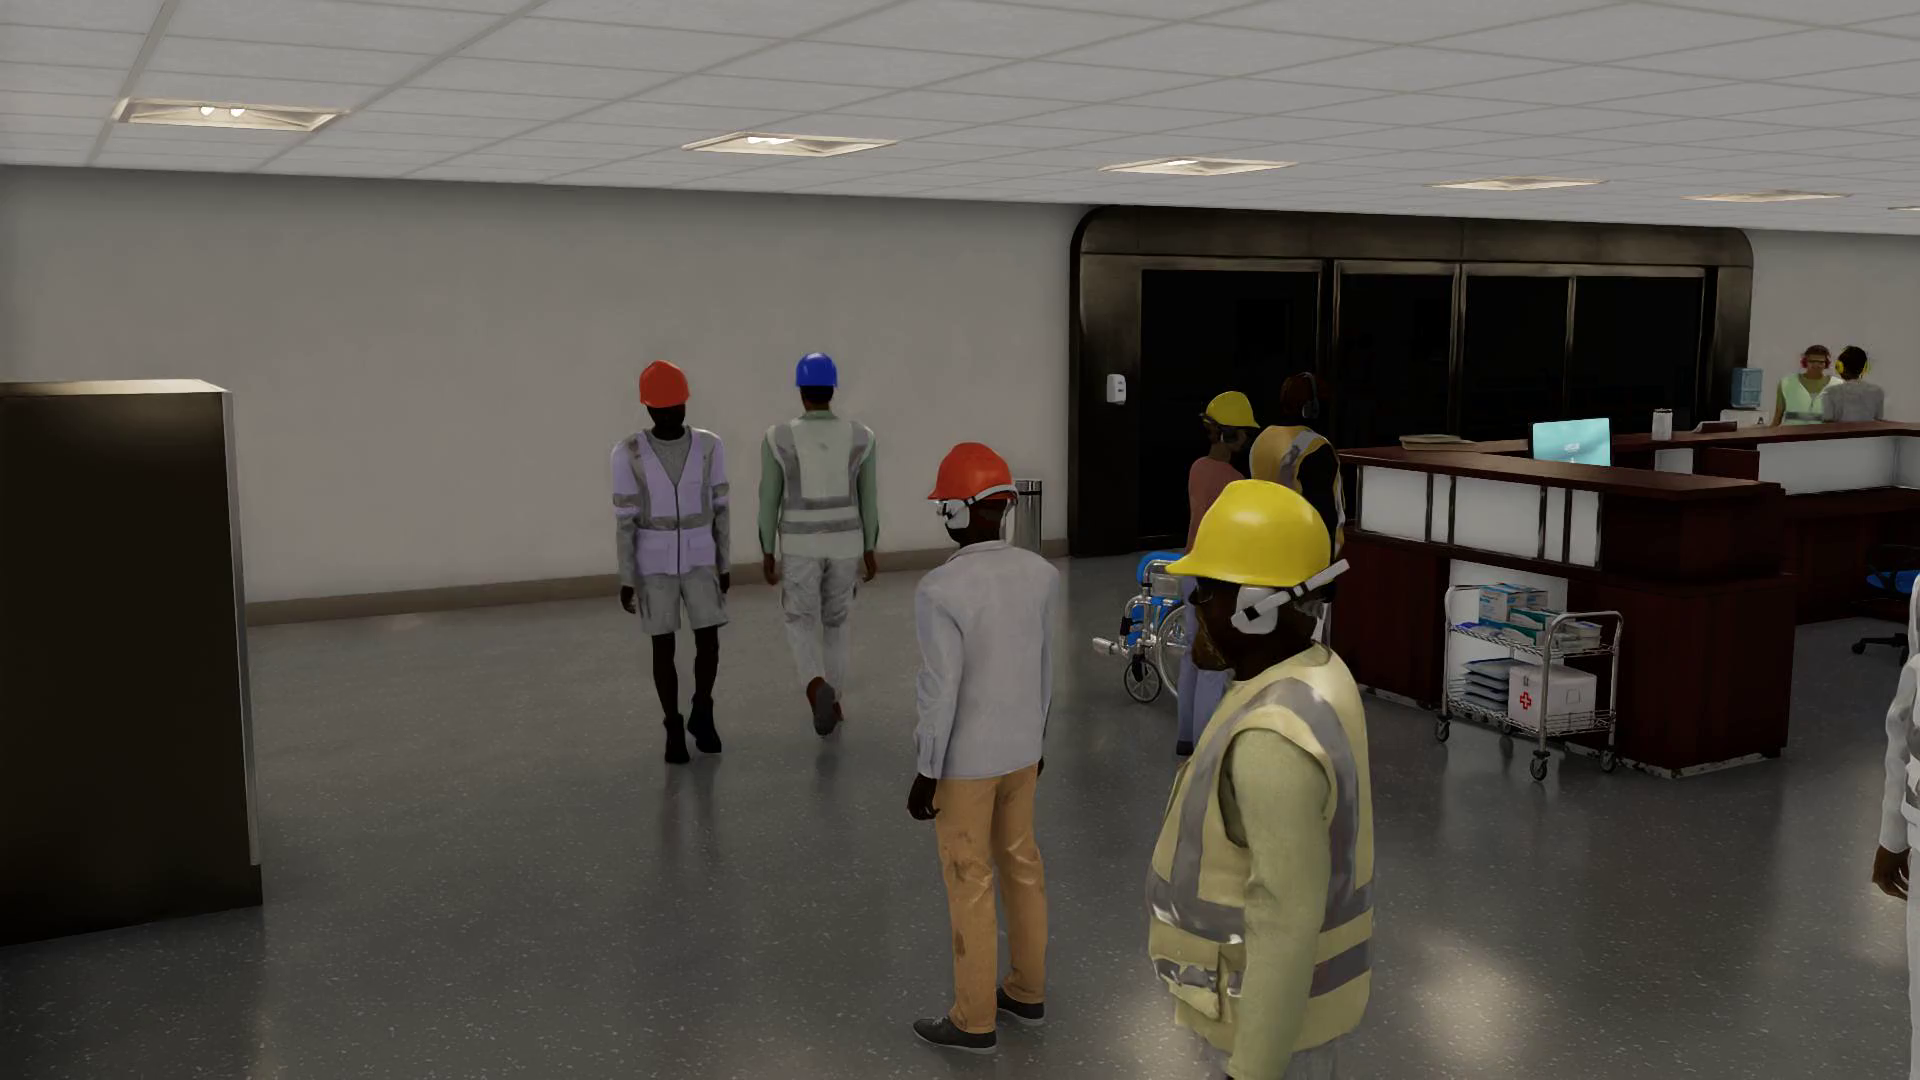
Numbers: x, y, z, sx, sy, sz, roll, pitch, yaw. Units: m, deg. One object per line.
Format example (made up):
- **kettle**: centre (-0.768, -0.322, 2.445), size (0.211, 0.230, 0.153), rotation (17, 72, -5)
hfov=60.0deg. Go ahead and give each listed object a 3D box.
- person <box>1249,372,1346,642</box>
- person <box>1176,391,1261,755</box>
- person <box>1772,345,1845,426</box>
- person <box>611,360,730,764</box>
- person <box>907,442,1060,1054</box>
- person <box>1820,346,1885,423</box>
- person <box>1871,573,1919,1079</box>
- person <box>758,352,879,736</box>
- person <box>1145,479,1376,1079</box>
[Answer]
- **person**: centre (1.633, 0.111, 8.047), size (0.430, 1.835, 0.619), rotation (-2, 8, -17)
- **person**: centre (1.212, 0.188, 7.750), size (0.342, 1.756, 0.518), rotation (-2, 8, -15)
- **person**: centre (7.642, -0.846, 15.006), size (0.597, 1.817, 0.491), rotation (3, 8, 20)
- **person**: centre (-1.324, 0.119, 7.714), size (0.559, 1.903, 0.508), rotation (-3, 8, -19)
- **person**: centre (0.045, 0.592, 4.827), size (0.343, 1.749, 0.572), rotation (7, 10, 40)
- **person**: centre (7.189, -0.630, 13.384), size (0.558, 1.849, 0.650), rotation (1, 8, 7)
- **person**: centre (2.242, 0.696, 3.615), size (0.339, 1.879, 0.584), rotation (-2, 8, -15)
- **person**: centre (-0.691, 0.028, 8.324), size (0.613, 1.928, 0.766), rotation (-2, 8, -16)
- **person**: centre (0.536, 0.805, 2.996), size (0.403, 1.833, 0.593), rotation (2, 8, 15)
